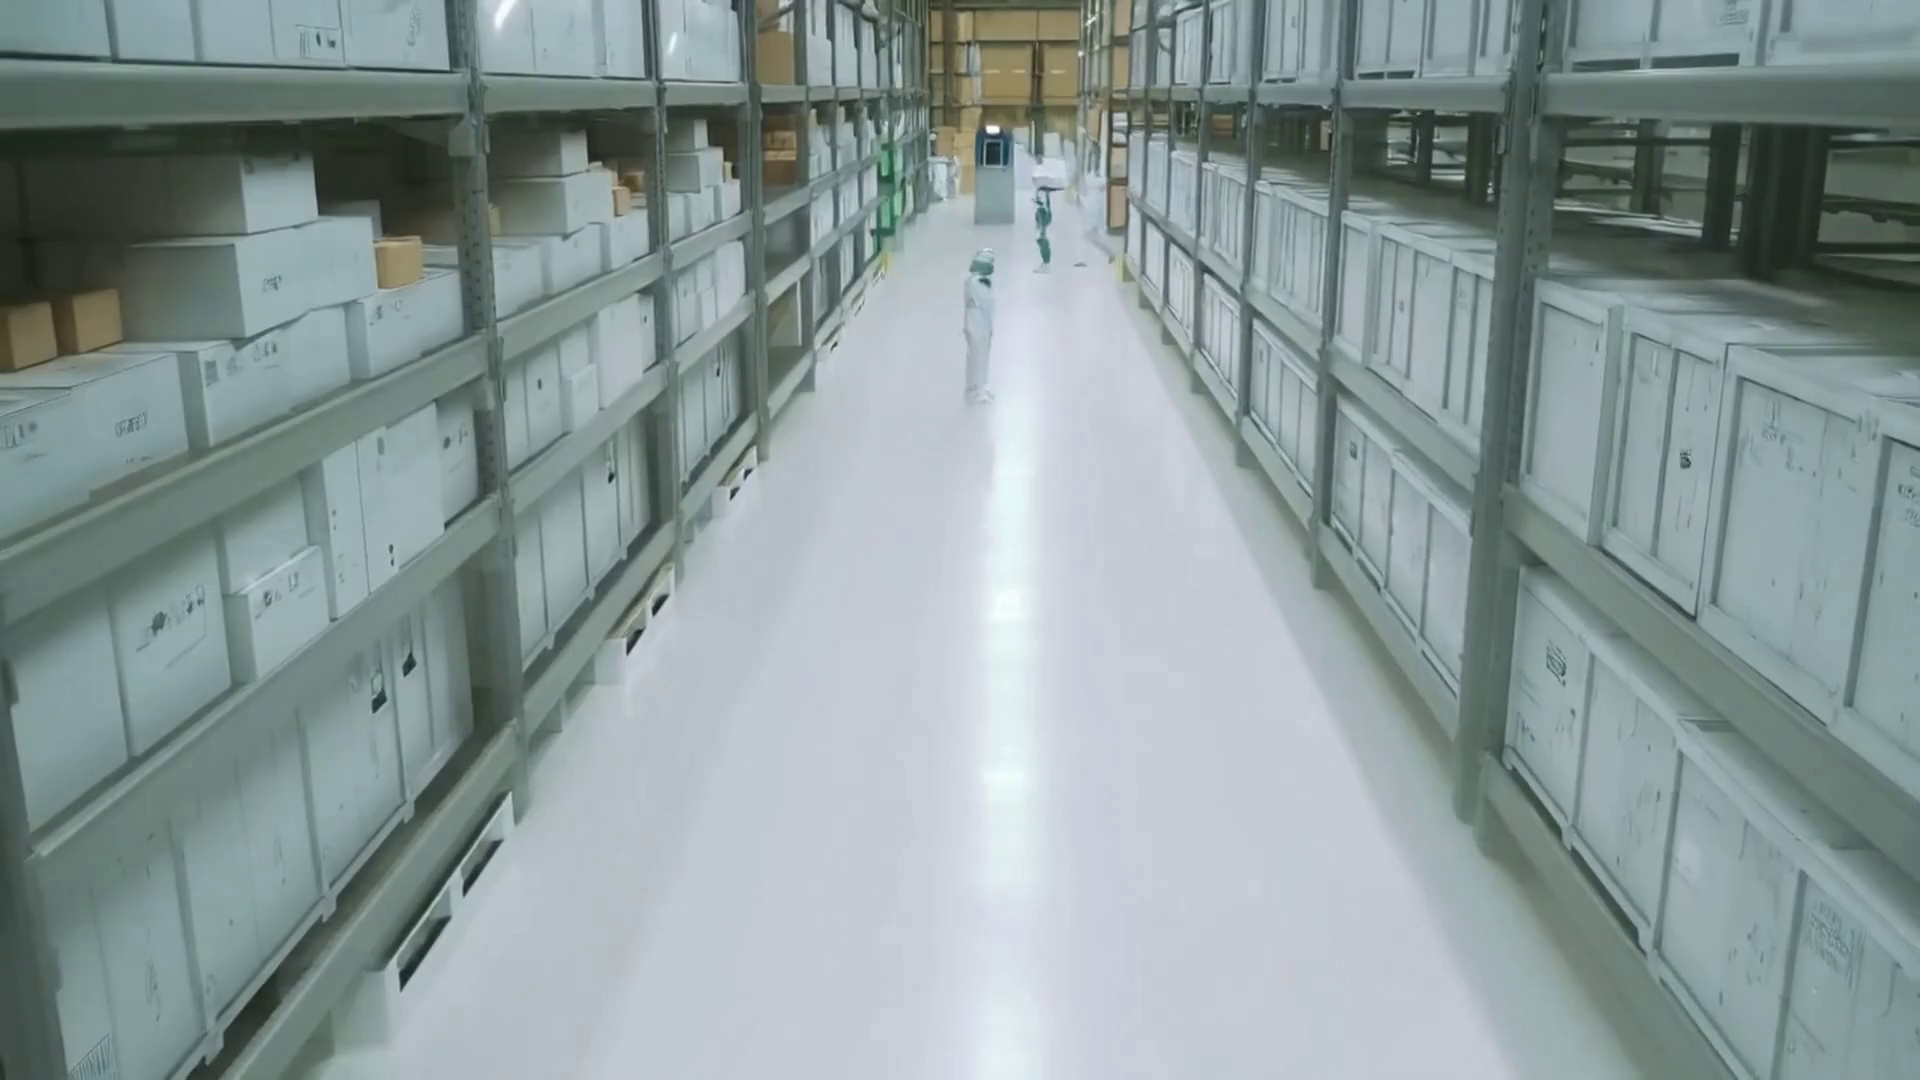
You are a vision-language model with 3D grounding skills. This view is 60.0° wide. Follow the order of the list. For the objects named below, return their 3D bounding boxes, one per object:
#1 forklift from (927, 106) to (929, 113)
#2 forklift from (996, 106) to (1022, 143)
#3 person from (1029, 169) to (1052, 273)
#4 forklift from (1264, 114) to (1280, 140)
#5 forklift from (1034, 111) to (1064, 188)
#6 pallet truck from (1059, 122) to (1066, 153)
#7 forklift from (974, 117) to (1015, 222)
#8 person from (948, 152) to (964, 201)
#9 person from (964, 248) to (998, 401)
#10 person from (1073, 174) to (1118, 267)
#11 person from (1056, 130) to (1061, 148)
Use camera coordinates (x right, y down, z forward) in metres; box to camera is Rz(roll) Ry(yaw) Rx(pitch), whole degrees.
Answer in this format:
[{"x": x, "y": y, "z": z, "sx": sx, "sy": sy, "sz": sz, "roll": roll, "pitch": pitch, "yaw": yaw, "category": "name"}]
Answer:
[{"x": -2.024, "y": -20.456, "z": 83.901, "sx": 1.129, "sy": 2.768, "sz": 1.873, "roll": 0, "pitch": 15, "yaw": 2, "category": "forklift"}, {"x": 2.267, "y": -20.300, "z": 83.321, "sx": 1.129, "sy": 2.768, "sz": 1.873, "roll": -7, "pitch": 17, "yaw": -24, "category": "forklift"}, {"x": 1.591, "y": -6.293, "z": 32.884, "sx": 0.521, "sy": 2.014, "sz": 0.619, "roll": 3, "pitch": 15, "yaw": 12, "category": "person"}, {"x": 11.028, "y": -14.009, "z": 59.913, "sx": 1.129, "sy": 2.768, "sz": 1.873, "roll": 0, "pitch": 15, "yaw": 2, "category": "forklift"}, {"x": 2.976, "y": -14.644, "z": 62.277, "sx": 1.873, "sy": 2.768, "sz": 1.129, "roll": 0, "pitch": 15, "yaw": 1, "category": "forklift"}, {"x": 5.788, "y": -21.111, "z": 88.014, "sx": 1.885, "sy": 1.965, "sz": 0.823, "roll": 5, "pitch": 16, "yaw": 18, "category": "pallet truck"}, {"x": 0.964, "y": -10.220, "z": 45.817, "sx": 1.129, "sy": 2.768, "sz": 1.873, "roll": 0, "pitch": 15, "yaw": 1, "category": "forklift"}, {"x": -0.140, "y": -12.059, "z": 55.095, "sx": 0.519, "sy": 1.601, "sz": 0.836, "roll": -12, "pitch": 19, "yaw": -37, "category": "person"}, {"x": 0.244, "y": -2.487, "z": 19.204, "sx": 0.324, "sy": 1.741, "sz": 0.492, "roll": -9, "pitch": 17, "yaw": -29, "category": "person"}, {"x": 2.770, "y": -6.507, "z": 33.901, "sx": 0.832, "sy": 1.882, "sz": 0.640, "roll": 3, "pitch": 15, "yaw": 9, "category": "person"}, {"x": 5.050, "y": -20.411, "z": 86.104, "sx": 0.312, "sy": 1.635, "sz": 0.513, "roll": 5, "pitch": 16, "yaw": 18, "category": "person"}]
